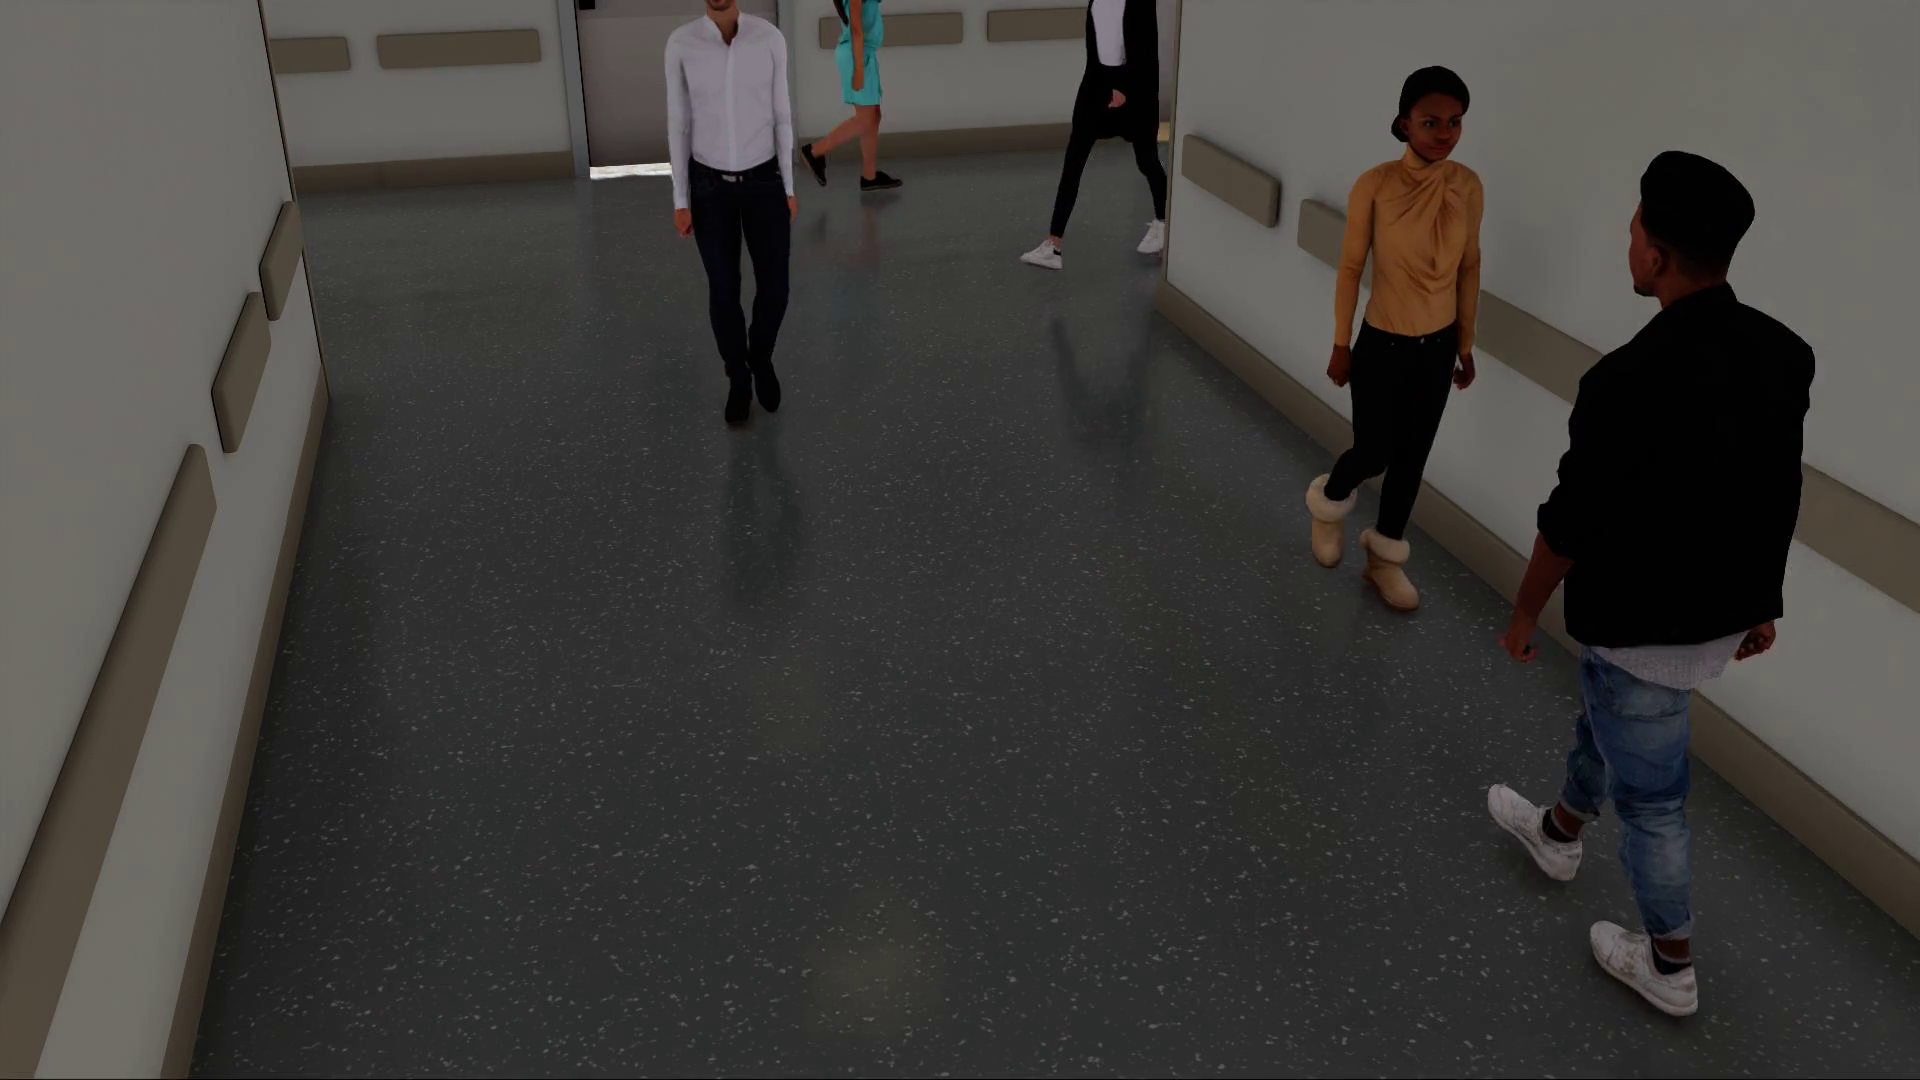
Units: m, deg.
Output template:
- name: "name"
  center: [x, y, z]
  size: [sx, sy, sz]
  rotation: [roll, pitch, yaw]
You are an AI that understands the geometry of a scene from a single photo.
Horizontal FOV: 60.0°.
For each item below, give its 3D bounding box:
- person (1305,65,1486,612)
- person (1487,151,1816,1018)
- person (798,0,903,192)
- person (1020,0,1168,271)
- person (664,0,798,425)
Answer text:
- name: "person"
  center: [1.324, -0.615, 5.094]
  size: [0.643, 1.648, 0.650]
  rotation: [-6, 26, -12]
- name: "person"
  center: [1.466, 0.174, 3.308]
  size: [0.980, 1.777, 0.887]
  rotation: [-11, 28, -22]
- name: "person"
  center: [-0.660, -2.797, 9.734]
  size: [0.855, 1.547, 0.566]
  rotation: [-6, 26, -11]
- name: "person"
  center: [0.874, -2.191, 8.257]
  size: [1.075, 1.739, 1.290]
  rotation: [22, 33, 38]
- name: "person"
  center: [-0.868, -1.391, 6.470]
  size: [0.643, 1.849, 0.736]
  rotation: [-3, 26, -5]
